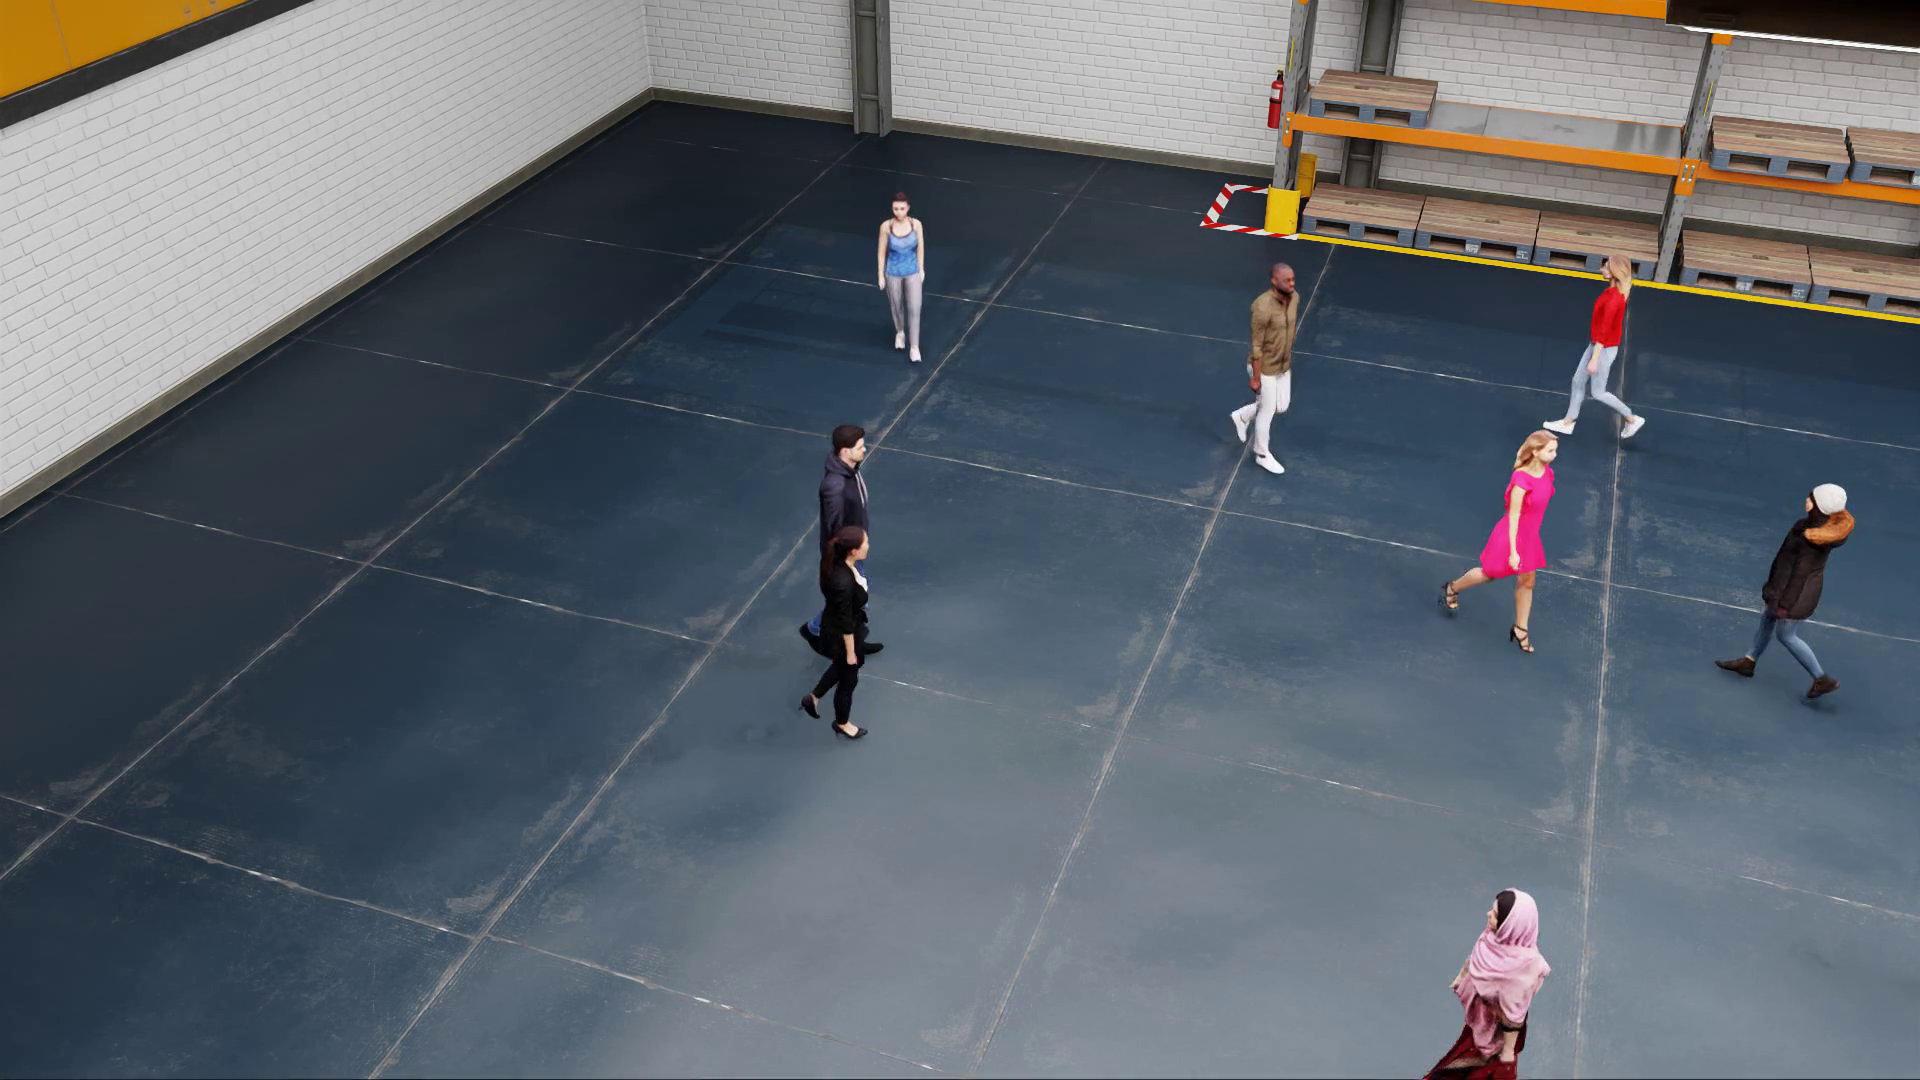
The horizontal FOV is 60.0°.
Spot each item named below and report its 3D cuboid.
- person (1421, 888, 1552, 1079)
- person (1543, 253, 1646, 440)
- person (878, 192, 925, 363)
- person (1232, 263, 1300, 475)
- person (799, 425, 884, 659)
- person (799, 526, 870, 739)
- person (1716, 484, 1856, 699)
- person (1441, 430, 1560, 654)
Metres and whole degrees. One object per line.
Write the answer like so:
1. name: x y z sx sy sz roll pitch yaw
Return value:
1. person: 2.681 2.335 8.119 1.019 1.608 0.774 4 34 6
2. person: 5.449 -1.563 13.919 1.008 1.680 0.626 13 36 18
3. person: -0.532 -2.486 15.394 0.915 1.586 0.869 -3 34 -4
4. person: 2.487 -1.437 13.617 0.951 1.804 1.046 -26 41 -33
5. person: -0.875 0.042 11.325 0.925 1.879 0.828 1 34 1
6. person: -0.831 0.628 10.656 0.874 1.643 0.804 -6 34 -9
7. person: 5.643 0.361 11.086 1.062 1.612 0.770 20 39 27
8. person: 3.793 -0.039 11.619 0.934 1.689 1.087 -21 39 -28
